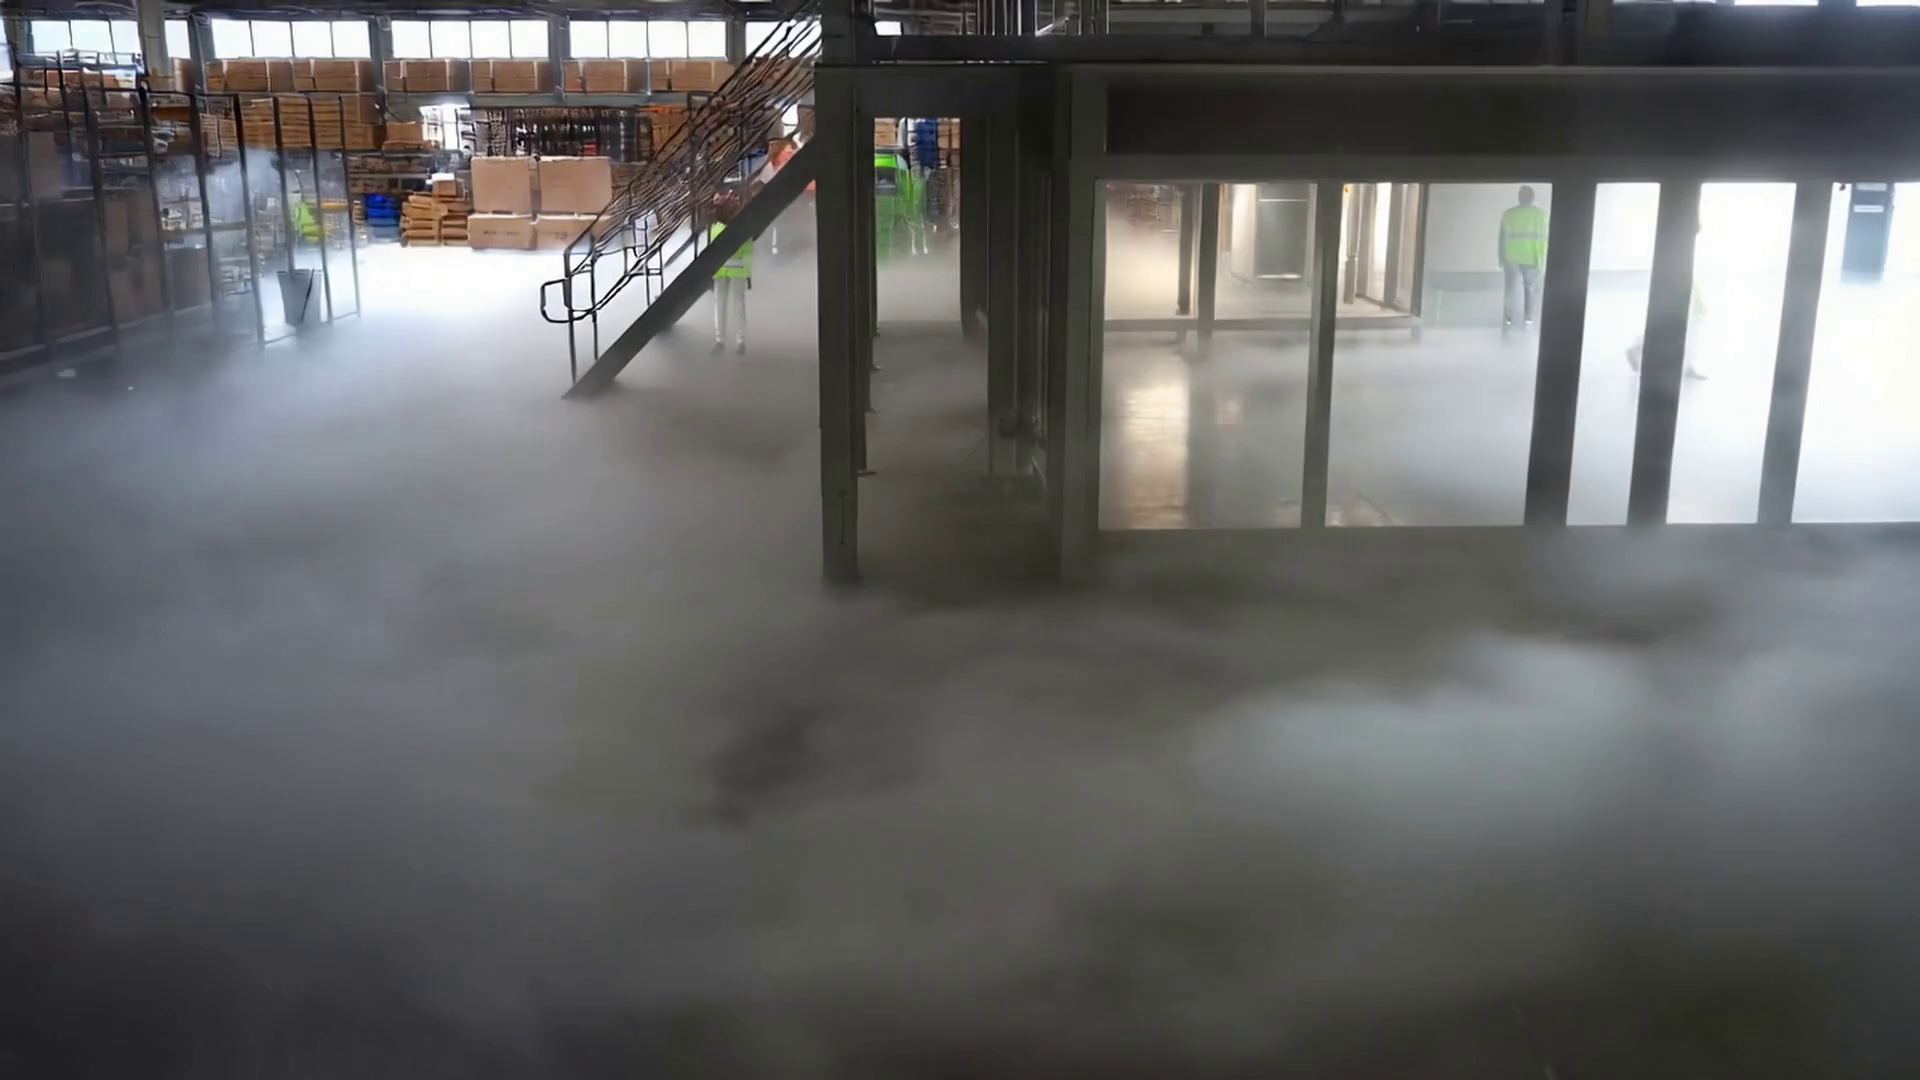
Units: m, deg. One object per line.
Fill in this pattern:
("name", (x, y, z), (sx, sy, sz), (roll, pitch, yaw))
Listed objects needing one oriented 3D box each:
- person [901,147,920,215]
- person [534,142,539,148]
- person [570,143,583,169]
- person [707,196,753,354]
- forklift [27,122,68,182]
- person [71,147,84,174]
("person", (-1.499, -10.911, 50.631), (0.608, 2.048, 0.364), (7, 16, 25))
("person", (-21.281, -19.060, 83.405), (0.404, 1.945, 0.616), (7, 16, 27))
("person", (-19.302, -19.136, 84.062), (0.704, 1.784, 0.406), (-1, 14, -3))
("person", (-2.796, -3.200, 20.137), (0.573, 1.886, 0.356), (2, 14, 8))
("forklift", (-35.376, -14.773, 64.377), (1.129, 2.768, 1.873), (-1, 14, -2))
("person", (-40.398, -17.135, 76.213), (0.535, 1.700, 0.318), (-10, 17, -36))
